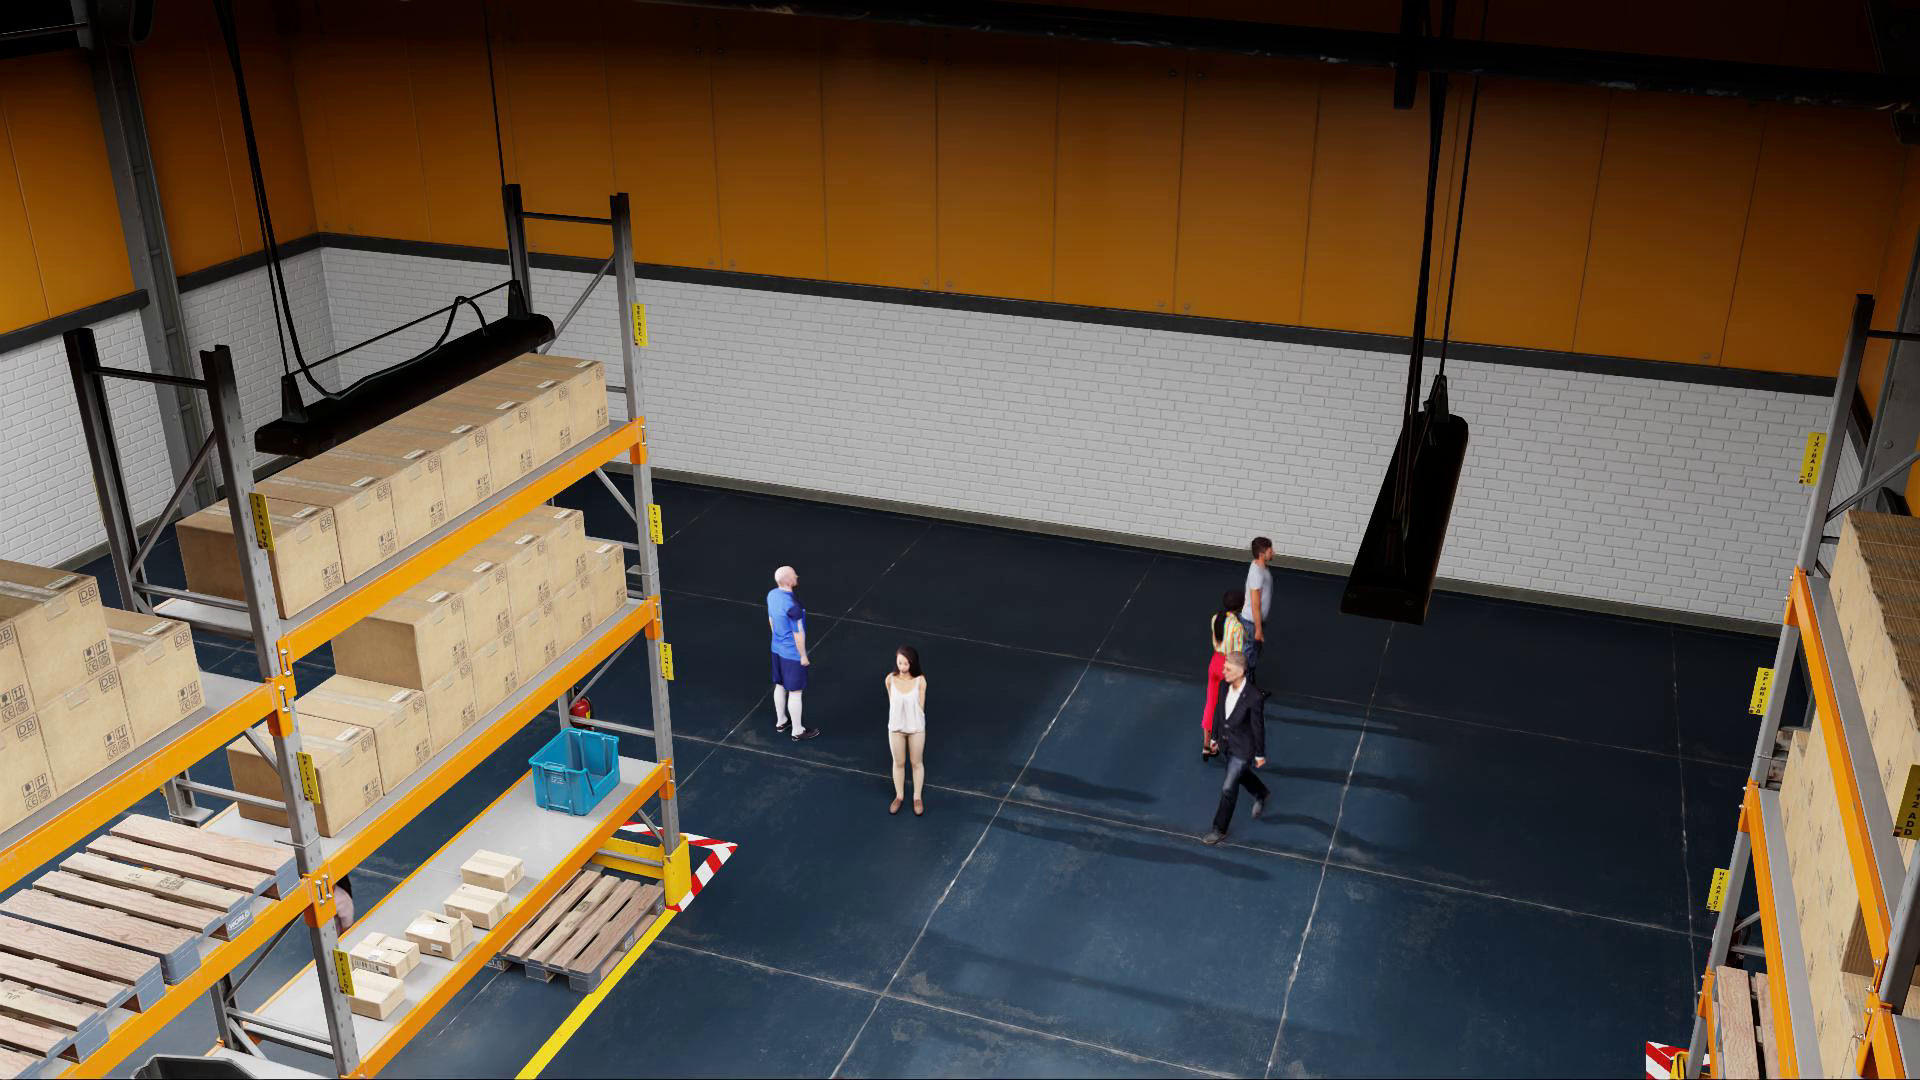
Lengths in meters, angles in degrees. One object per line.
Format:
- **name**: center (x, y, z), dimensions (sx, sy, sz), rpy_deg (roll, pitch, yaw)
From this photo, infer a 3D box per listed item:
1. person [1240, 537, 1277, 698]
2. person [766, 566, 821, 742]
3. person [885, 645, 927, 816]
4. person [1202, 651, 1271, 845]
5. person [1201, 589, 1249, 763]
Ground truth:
- **person**: center (2.983, 0.835, 16.996), dimensions (0.926, 1.874, 0.770), rpy_deg (1, 24, 1)
- **person**: center (-1.689, 1.098, 16.435), dimensions (0.760, 1.842, 0.758), rpy_deg (-18, 29, -35)
- **person**: center (-0.489, 1.705, 15.281), dimensions (0.607, 1.653, 0.670), rpy_deg (4, 24, 8)
- **person**: center (2.552, 1.796, 14.914), dimensions (1.281, 1.780, 1.116), rpy_deg (-17, 29, -34)
- **person**: center (2.490, 1.337, 15.975), dimensions (0.864, 1.771, 0.787), rpy_deg (-20, 30, -37)
